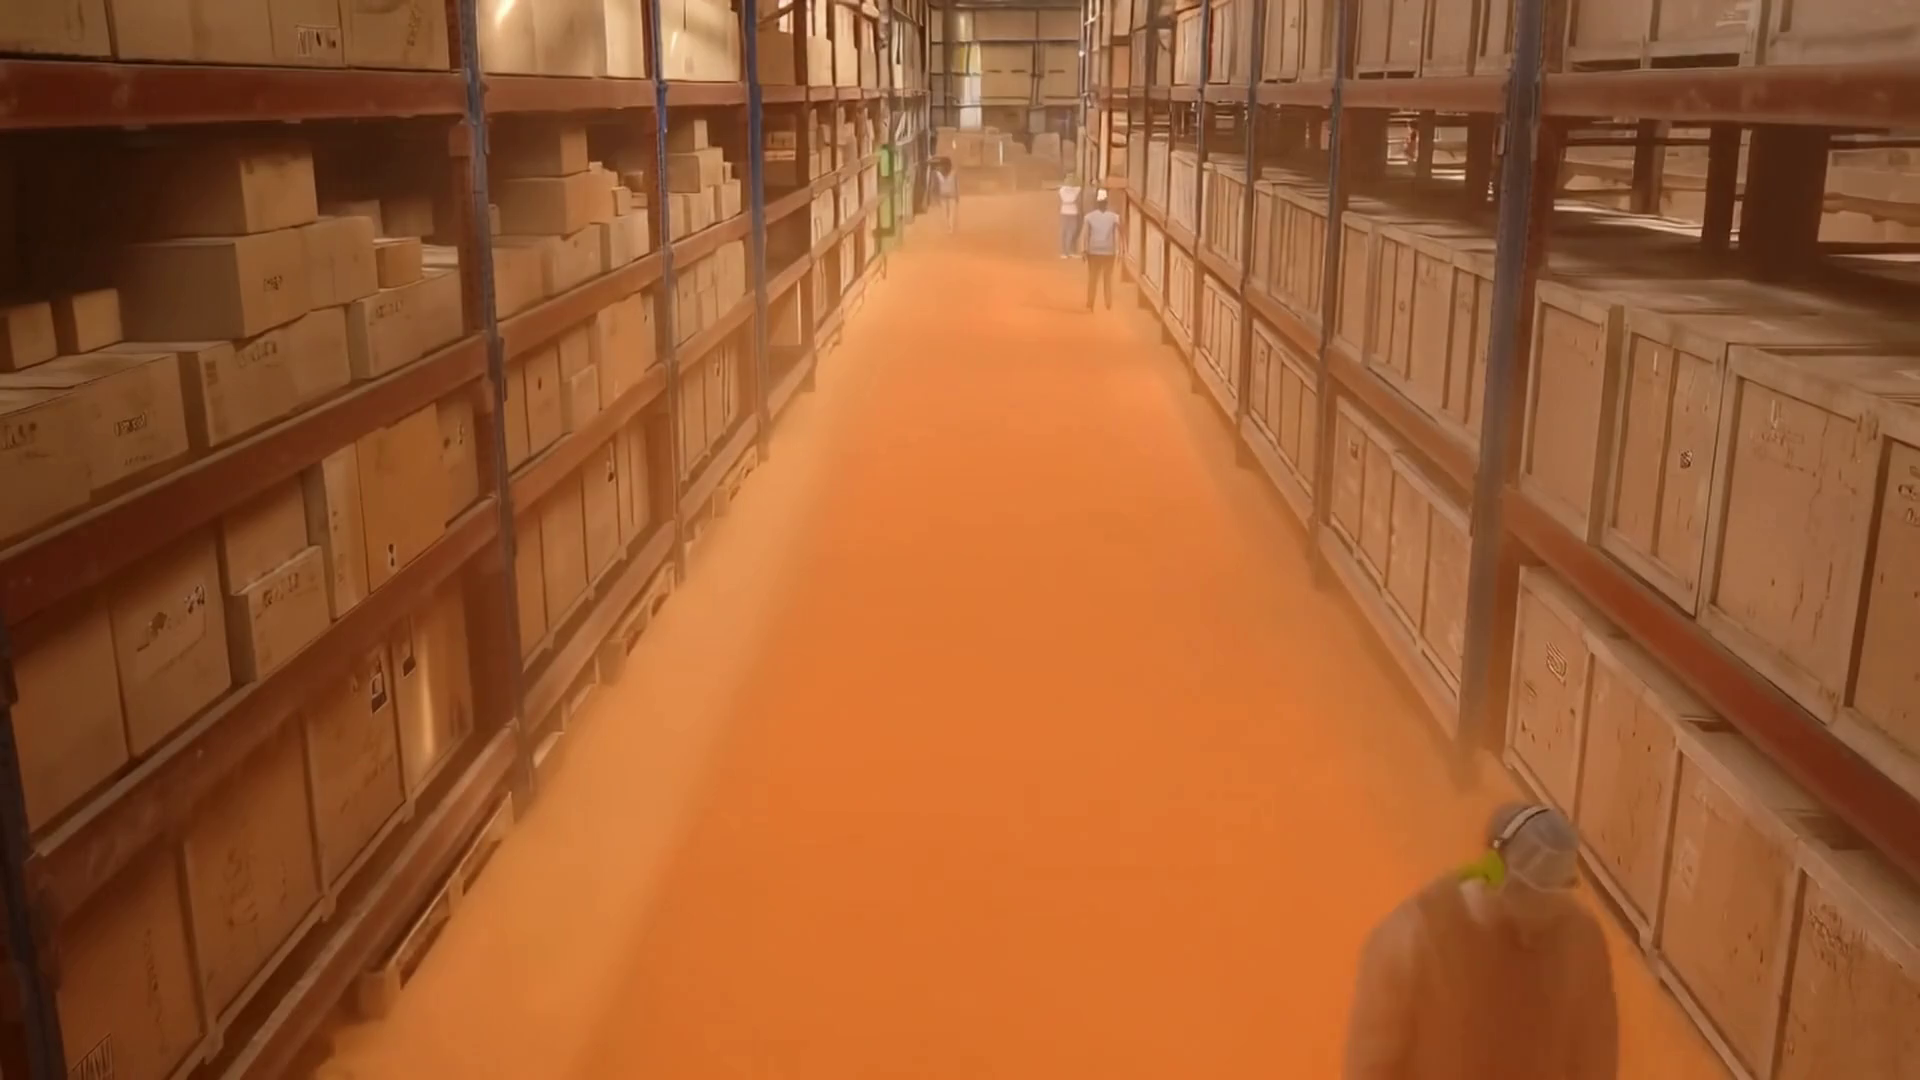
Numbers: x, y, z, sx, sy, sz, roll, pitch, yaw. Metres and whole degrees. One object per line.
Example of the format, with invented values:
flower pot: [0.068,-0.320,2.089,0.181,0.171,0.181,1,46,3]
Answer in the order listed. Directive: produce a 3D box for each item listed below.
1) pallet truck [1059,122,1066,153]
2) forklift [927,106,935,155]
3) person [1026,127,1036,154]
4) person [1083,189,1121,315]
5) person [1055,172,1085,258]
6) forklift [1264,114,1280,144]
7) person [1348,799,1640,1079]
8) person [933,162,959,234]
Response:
pallet truck: [5.788,-21.111,88.014,1.885,1.965,0.823,5,16,18]
forklift: [-1.956,-20.535,84.195,1.129,2.768,1.873,-4,15,-13]
person: [3.507,-19.185,81.025,0.632,1.913,0.839,-3,15,-12]
person: [2.259,-4.598,26.574,0.611,1.997,0.375,3,15,10]
person: [2.375,-6.977,35.746,0.668,1.824,0.591,5,16,18]
forklift: [10.662,-13.483,57.959,1.129,2.768,1.873,10,18,32]
person: [1.293,1.520,4.018,0.671,1.877,0.653,-2,15,-7]
person: [-0.362,-8.658,42.074,0.643,1.796,0.958,1,15,2]
